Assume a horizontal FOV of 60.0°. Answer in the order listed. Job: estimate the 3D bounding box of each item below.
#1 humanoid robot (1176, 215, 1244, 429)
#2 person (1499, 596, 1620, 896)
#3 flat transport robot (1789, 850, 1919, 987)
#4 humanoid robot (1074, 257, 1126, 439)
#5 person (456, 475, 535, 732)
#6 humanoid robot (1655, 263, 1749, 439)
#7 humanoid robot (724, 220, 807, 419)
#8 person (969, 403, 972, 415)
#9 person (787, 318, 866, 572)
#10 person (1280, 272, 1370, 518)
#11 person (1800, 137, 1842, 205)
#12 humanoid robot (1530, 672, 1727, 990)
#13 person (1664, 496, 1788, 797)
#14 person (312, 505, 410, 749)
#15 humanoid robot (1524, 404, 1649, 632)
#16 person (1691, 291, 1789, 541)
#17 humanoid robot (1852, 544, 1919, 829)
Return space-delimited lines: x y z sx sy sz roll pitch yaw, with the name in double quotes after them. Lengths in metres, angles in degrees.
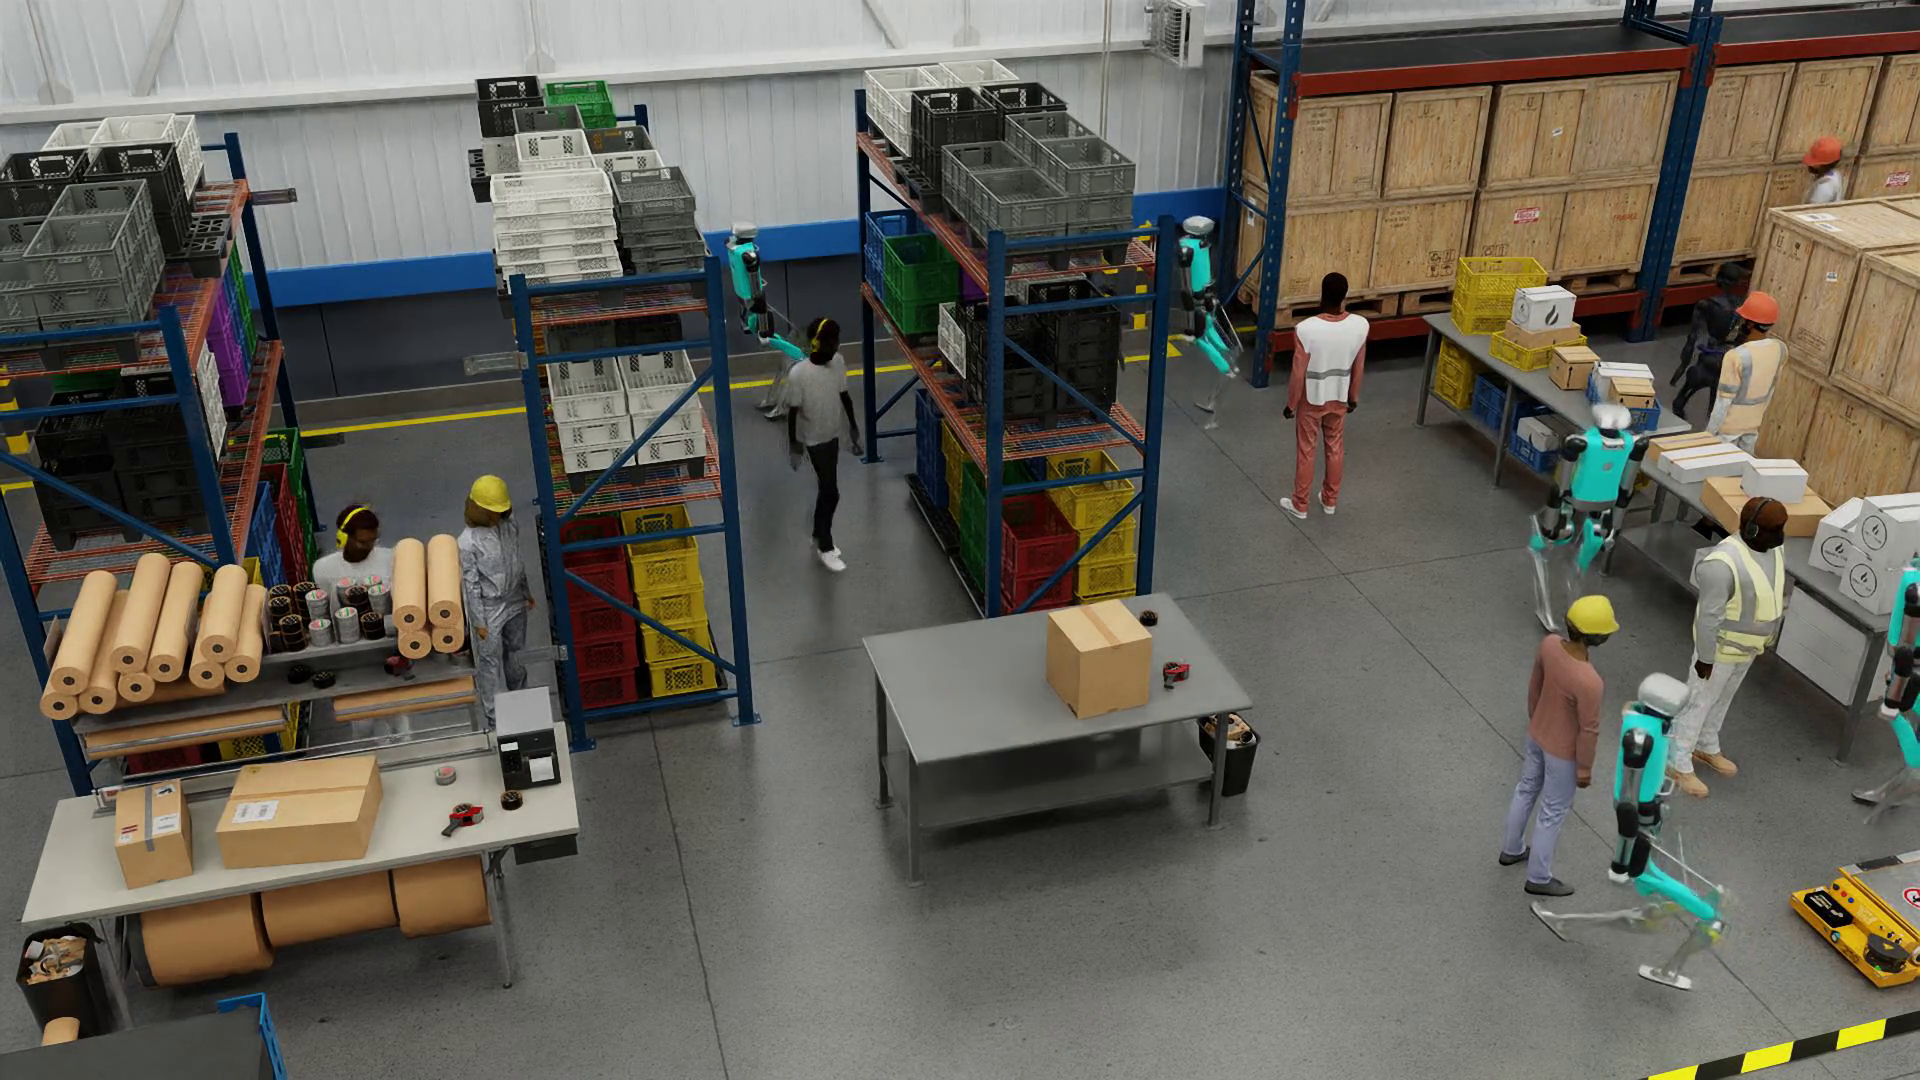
2.167 -1.798 13.905 0.780 1.778 0.545 14 32 23 "humanoid robot"
3.144 1.057 8.682 0.315 1.767 0.533 -7 29 -12 "person"
5.163 1.916 8.676 1.431 0.231 0.659 -8 30 -14 "flat transport robot"
1.063 -1.592 13.632 0.607 1.648 0.470 3 29 5 "humanoid robot"
-2.721 0.397 9.914 0.306 1.735 0.484 14 32 23 "person"
5.996 -1.437 13.322 0.590 1.638 0.596 -8 30 -15 "humanoid robot"
-1.569 -1.878 13.980 0.714 1.723 0.531 -14 32 -24 "humanoid robot"
0.268 -1.633 13.533 0.718 1.822 0.545 -3 29 -6 "person"
-0.893 -0.662 11.730 0.637 1.841 0.532 22 36 35 "person"
2.706 -1.062 12.381 0.595 1.917 0.380 -8 30 -14 "person"
7.807 -2.742 15.351 0.456 2.005 0.682 13 31 22 "person"
3.369 1.461 7.986 1.041 1.737 0.554 16 33 27 "humanoid robot"
4.391 0.587 9.461 0.620 1.844 0.429 -20 35 -32 "person"
-3.294 0.664 9.312 0.544 1.847 0.441 -9 30 -15 "person"
4.014 -0.114 10.946 0.536 1.877 0.732 -2 29 -3 "humanoid robot"
5.584 -0.864 11.998 0.544 1.942 0.348 -13 31 -22 "person"
5.340 0.849 9.146 0.663 1.853 0.552 16 33 27 "humanoid robot"
